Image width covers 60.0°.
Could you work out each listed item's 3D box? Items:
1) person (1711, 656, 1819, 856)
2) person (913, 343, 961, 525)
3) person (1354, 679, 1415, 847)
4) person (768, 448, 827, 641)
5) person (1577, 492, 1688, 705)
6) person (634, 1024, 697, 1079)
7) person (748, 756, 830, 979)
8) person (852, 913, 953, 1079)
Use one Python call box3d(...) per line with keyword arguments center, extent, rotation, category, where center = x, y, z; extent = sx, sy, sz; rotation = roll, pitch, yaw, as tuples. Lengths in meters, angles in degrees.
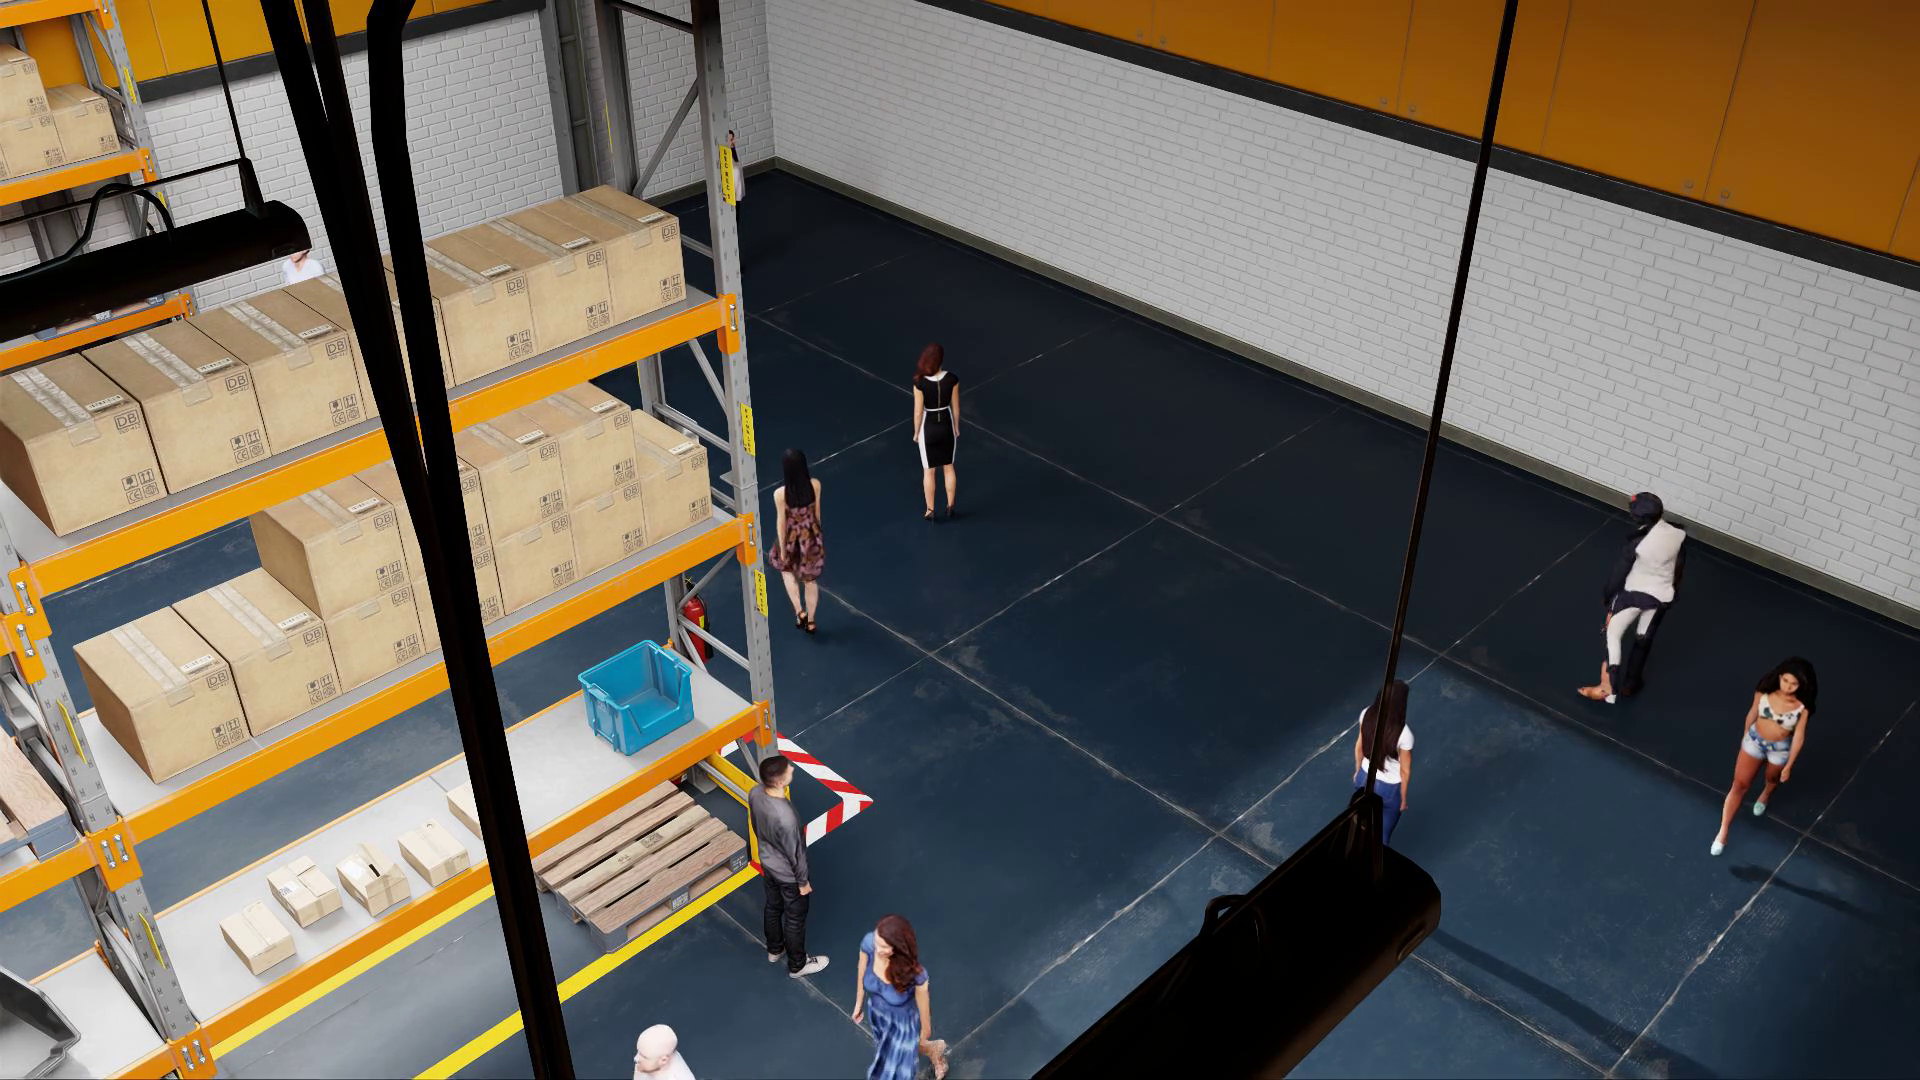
box3d(center=(5.679, 1.438, 11.617), extent=(0.631, 1.579, 1.063), rotation=(24, 41, 32), category="person")
box3d(center=(-0.206, -0.956, 15.022), extent=(0.592, 1.796, 0.714), rotation=(-9, 35, -13), category="person")
box3d(center=(2.796, 1.657, 11.111), extent=(0.550, 1.774, 0.612), rotation=(-23, 40, -31), category="person")
box3d(center=(-1.249, 0.081, 13.491), extent=(0.751, 1.764, 0.807), rotation=(-14, 36, -20), category="person")
box3d(center=(5.330, 0.439, 12.871), extent=(0.844, 1.854, 0.935), rotation=(5, 34, 8), category="person")
box3d(center=(-1.436, 3.160, 8.804), extent=(0.702, 1.825, 0.728), rotation=(-20, 39, -28), category="person")
box3d(center=(-1.117, 2.057, 10.521), extent=(0.537, 1.761, 0.616), rotation=(-27, 42, -34), category="person")
box3d(center=(-0.325, 2.743, 9.480), extent=(0.677, 1.772, 1.123), rotation=(26, 41, 33), category="person")
